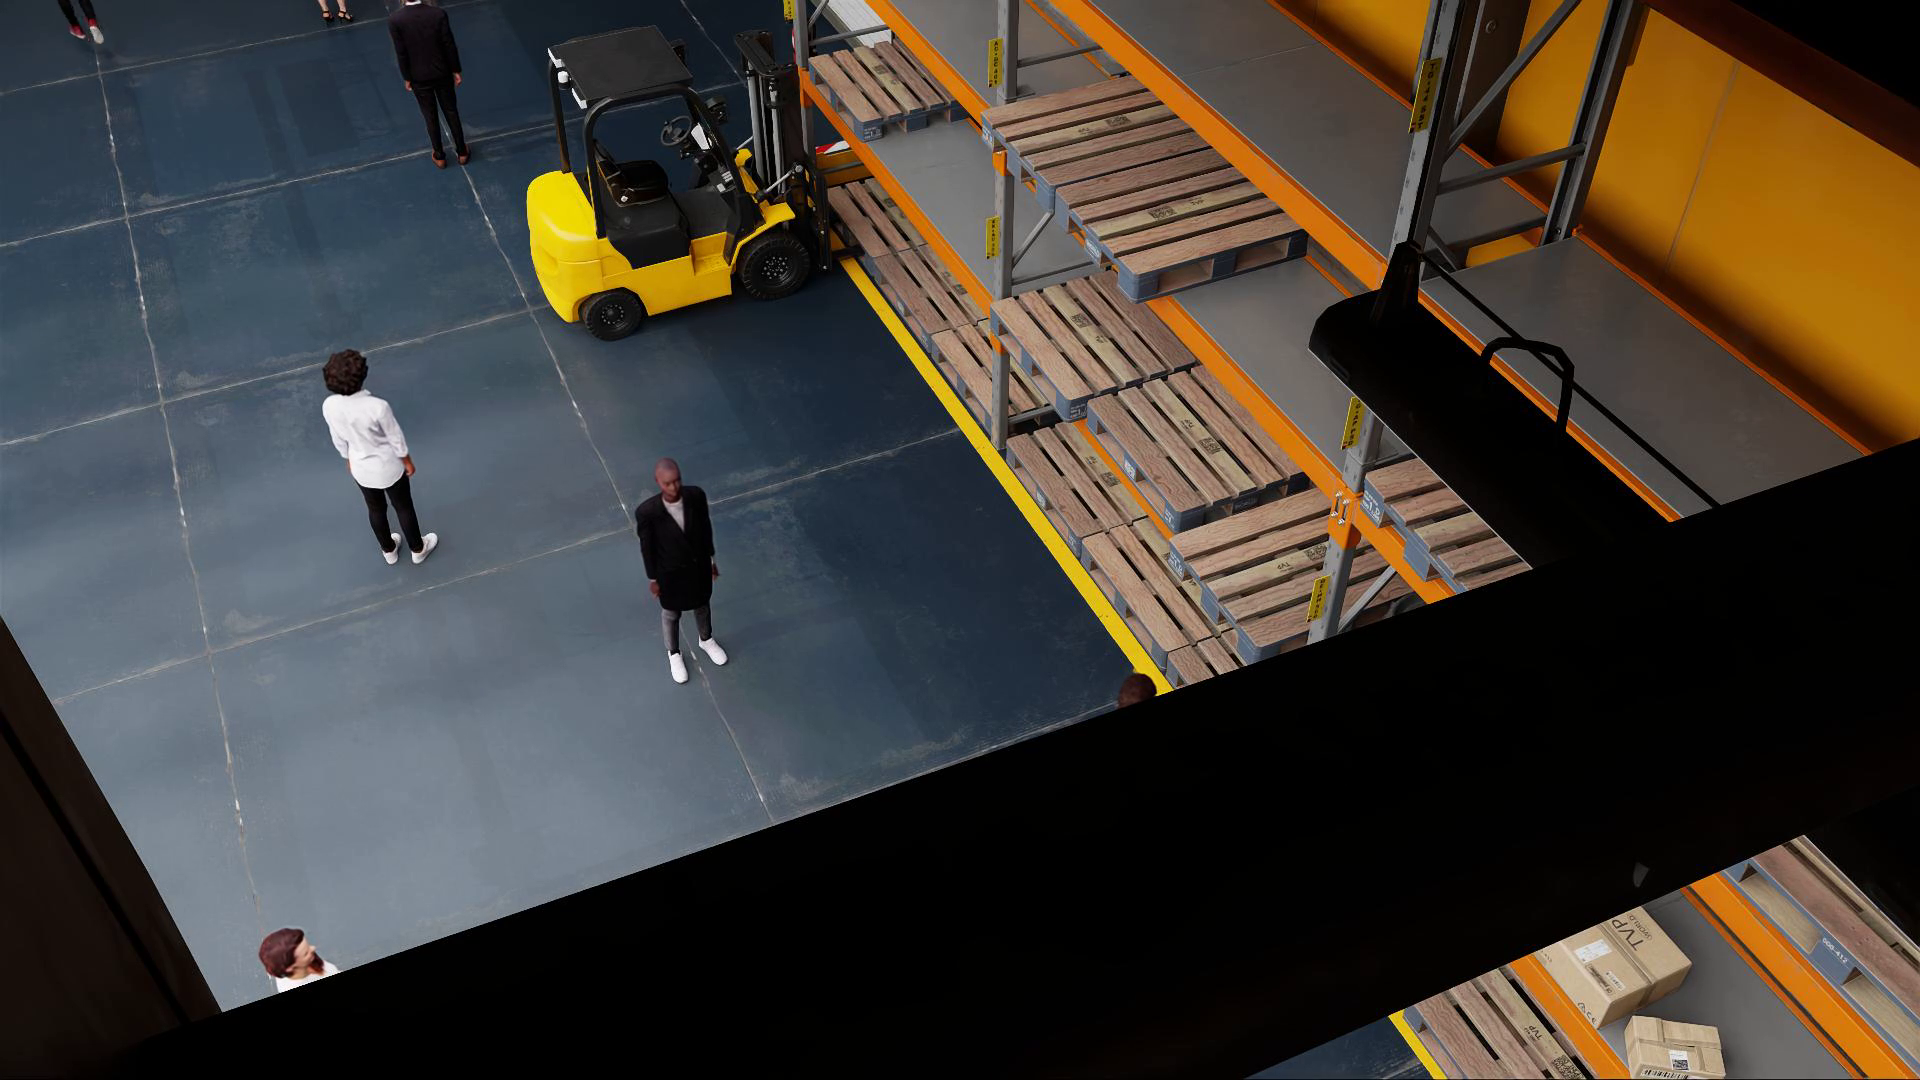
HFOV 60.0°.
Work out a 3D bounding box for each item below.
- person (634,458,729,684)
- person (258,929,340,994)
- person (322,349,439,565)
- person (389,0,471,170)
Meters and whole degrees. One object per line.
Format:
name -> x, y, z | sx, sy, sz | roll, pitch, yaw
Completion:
person -> -1.803, 0.161, 10.741 | 0.664, 1.762, 0.586 | -24, 48, -23
person -> -3.132, 2.496, 8.265 | 0.687, 1.795, 0.488 | -23, 48, -22
person -> -4.023, -0.550, 11.452 | 0.722, 1.810, 0.732 | 2, 44, 2
person -> -4.896, -4.326, 15.362 | 0.702, 1.884, 0.556 | -15, 46, -16
